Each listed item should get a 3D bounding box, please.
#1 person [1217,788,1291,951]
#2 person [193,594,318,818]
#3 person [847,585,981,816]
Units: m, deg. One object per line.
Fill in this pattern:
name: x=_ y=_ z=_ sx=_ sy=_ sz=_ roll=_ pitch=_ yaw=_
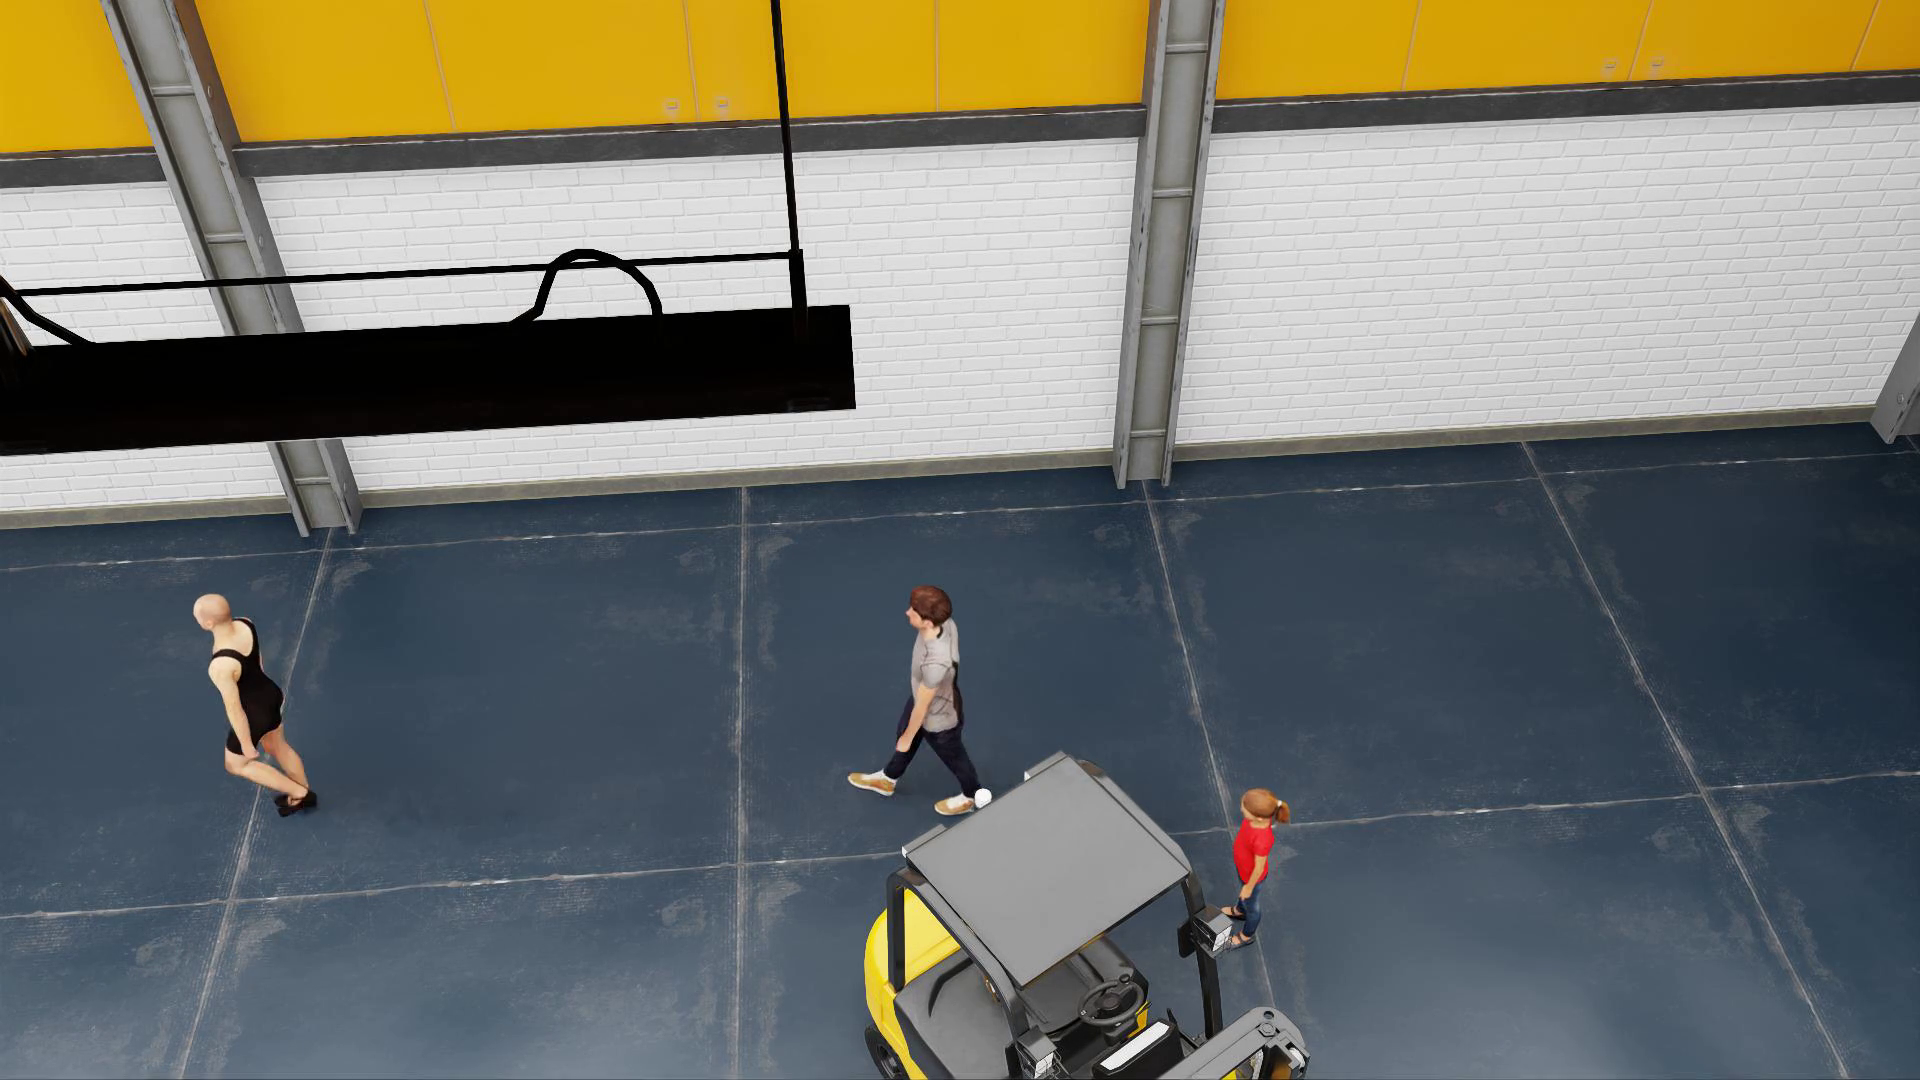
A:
person: x=1.621 y=1.801 z=9.226 sx=0.504 sy=1.307 sz=0.494 roll=-1 pitch=44 yaw=-1
person: x=-4.020 y=1.003 z=9.705 sx=0.652 sy=1.802 sz=0.696 roll=0 pitch=44 yaw=0
person: x=-0.046 y=0.986 z=9.680 sx=1.033 sy=1.860 sz=0.635 roll=-3 pitch=44 yaw=-4
